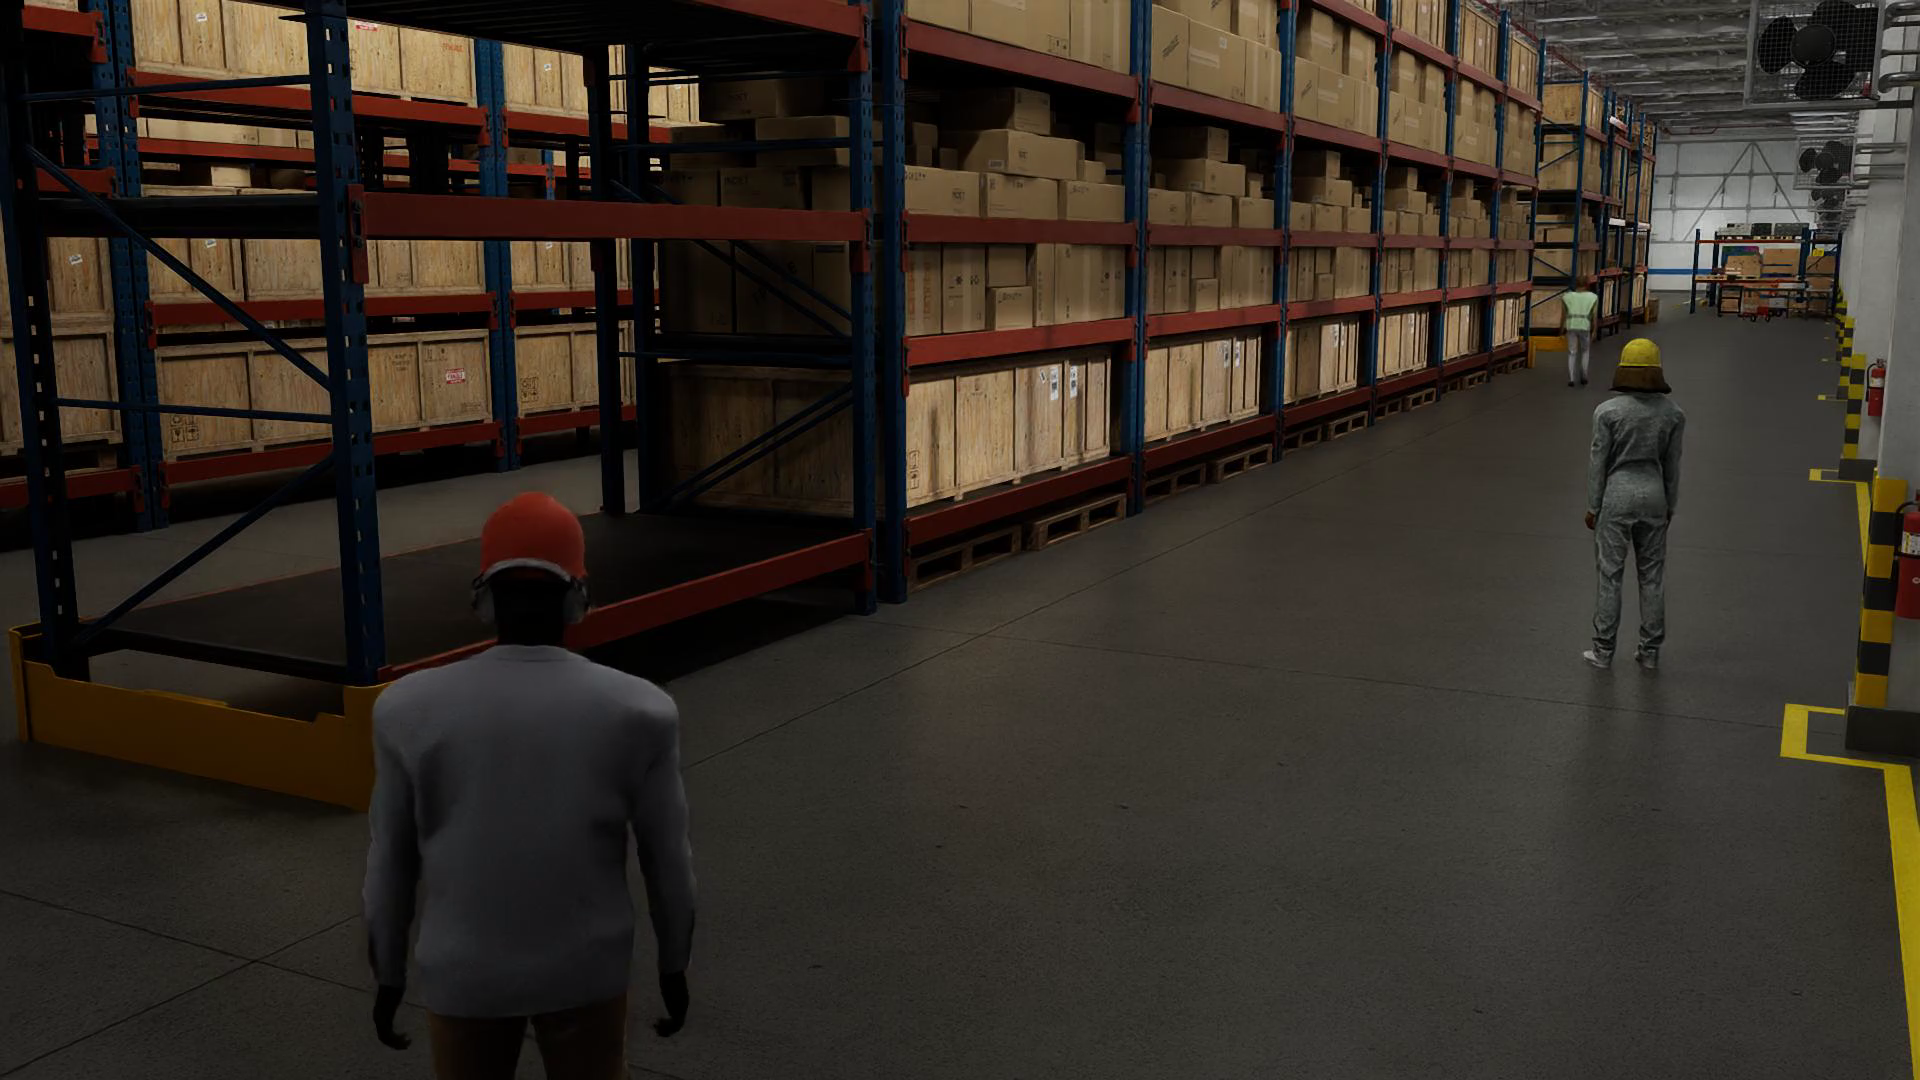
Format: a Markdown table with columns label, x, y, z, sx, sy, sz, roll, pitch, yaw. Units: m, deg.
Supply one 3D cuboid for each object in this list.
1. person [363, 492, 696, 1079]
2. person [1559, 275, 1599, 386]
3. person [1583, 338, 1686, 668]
| label | x | y | z | sx | sy | sz | roll | pitch | yaw |
| --- | --- | --- | --- | --- | --- | --- | --- | --- | --- |
| person | -0.803 | 0.776 | 3.169 | 0.598 | 1.735 | 0.383 | -2 | 10 | -14 |
| person | 10.182 | -3.446 | 27.393 | 0.598 | 1.800 | 0.930 | 4 | 11 | 22 |
| person | 3.531 | -0.187 | 8.753 | 0.480 | 1.734 | 0.331 | -1 | 10 | -3 |
